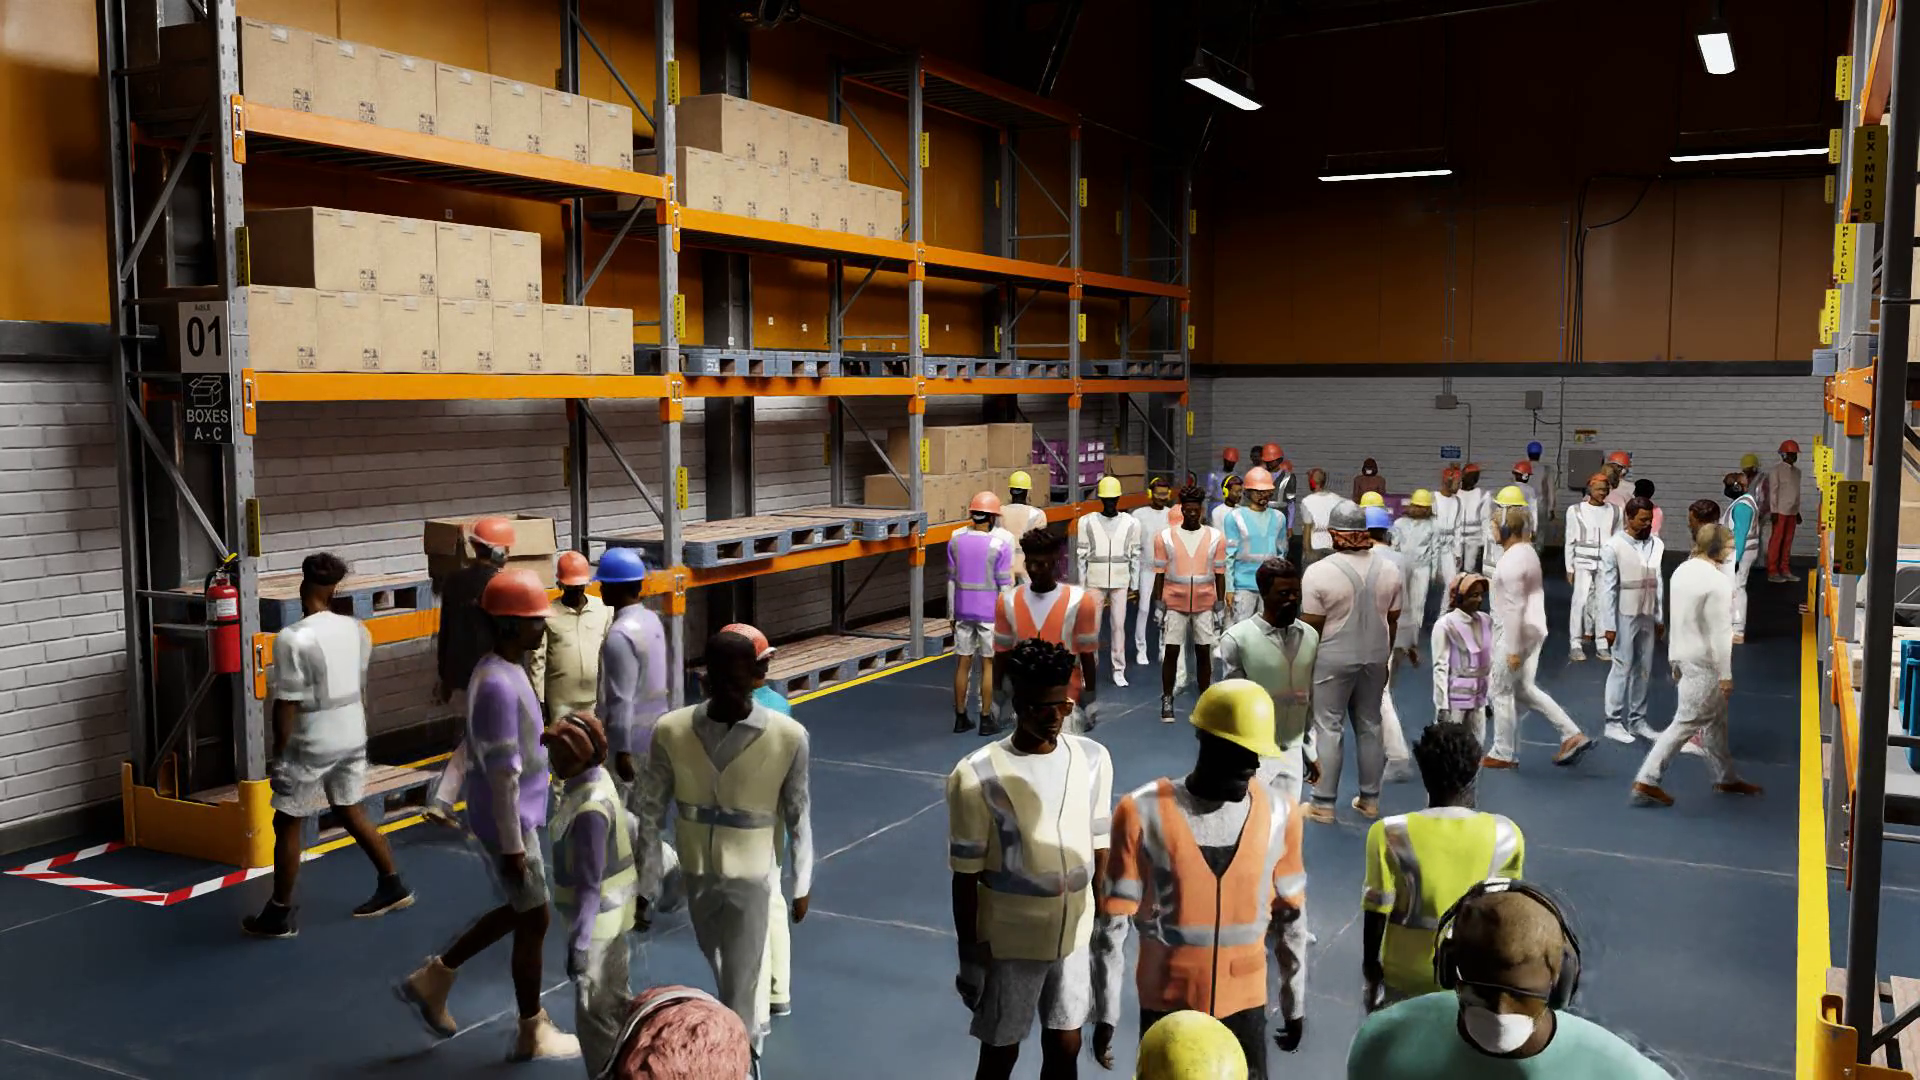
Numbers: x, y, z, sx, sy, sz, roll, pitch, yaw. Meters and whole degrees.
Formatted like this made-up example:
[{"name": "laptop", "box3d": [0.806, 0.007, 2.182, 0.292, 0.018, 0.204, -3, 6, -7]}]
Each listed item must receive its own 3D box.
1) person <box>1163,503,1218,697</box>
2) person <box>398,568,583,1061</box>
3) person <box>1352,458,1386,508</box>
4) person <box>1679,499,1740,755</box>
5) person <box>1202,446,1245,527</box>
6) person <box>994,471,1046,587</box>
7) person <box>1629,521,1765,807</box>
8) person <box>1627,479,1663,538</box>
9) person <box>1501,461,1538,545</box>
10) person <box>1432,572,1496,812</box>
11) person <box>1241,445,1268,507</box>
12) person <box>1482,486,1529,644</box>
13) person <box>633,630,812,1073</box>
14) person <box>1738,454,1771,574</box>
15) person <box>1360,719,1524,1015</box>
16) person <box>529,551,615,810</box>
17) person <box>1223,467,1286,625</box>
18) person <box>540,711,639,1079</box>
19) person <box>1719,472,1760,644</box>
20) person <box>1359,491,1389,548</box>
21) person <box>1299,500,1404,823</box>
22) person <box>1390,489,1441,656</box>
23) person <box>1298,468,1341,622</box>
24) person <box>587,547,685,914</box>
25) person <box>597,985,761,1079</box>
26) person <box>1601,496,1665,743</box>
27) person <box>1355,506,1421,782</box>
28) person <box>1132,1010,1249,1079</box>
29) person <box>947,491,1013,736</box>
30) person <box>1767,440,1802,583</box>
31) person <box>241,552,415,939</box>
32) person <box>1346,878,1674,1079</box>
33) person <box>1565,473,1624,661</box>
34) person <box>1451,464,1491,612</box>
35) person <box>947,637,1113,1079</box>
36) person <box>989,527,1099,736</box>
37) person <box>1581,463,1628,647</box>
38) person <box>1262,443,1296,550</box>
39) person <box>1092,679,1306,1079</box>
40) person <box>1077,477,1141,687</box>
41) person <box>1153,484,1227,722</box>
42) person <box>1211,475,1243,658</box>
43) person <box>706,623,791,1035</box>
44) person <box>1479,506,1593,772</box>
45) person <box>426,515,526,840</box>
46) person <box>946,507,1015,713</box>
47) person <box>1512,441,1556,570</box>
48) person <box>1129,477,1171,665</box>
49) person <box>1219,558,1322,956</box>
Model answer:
[{"name": "person", "box3d": [2.068, 0.509, 14.916, 0.607, 1.717, 0.821, 2, 6, 25]}, {"name": "person", "box3d": [-1.876, 1.119, 6.715, 0.699, 2.024, 0.616, -1, 5, -12]}, {"name": "person", "box3d": [6.306, -0.449, 25.673, 0.499, 1.633, 0.283, 2, 6, 21]}, {"name": "person", "box3d": [5.586, 0.650, 12.419, 0.410, 1.908, 0.598, 5, 7, 43]}, {"name": "person", "box3d": [3.707, -0.361, 23.286, 0.576, 1.904, 0.517, 0, 5, -4]}, {"name": "person", "box3d": [0.561, 0.298, 16.071, 0.594, 1.924, 0.382, 1, 5, 14]}, {"name": "person", "box3d": [4.851, 0.806, 10.921, 0.990, 1.880, 0.647, 0, 5, 0]}, {"name": "person", "box3d": [7.732, 0.157, 18.818, 0.534, 1.697, 0.322, -4, 7, -36]}, {"name": "person", "box3d": [7.426, -0.170, 22.046, 0.345, 1.746, 0.573, -3, 6, -31]}, {"name": "person", "box3d": [3.045, 1.002, 10.102, 0.512, 1.629, 0.316, -4, 6, -34]}, {"name": "person", "box3d": [4.579, -0.557, 25.769, 0.558, 1.829, 0.408, 3, 6, 32]}, {"name": "person", "box3d": [5.045, 0.413, 15.406, 0.404, 1.826, 0.591, 2, 6, 18]}, {"name": "person", "box3d": [-0.865, 1.247, 6.218, 0.601, 1.867, 1.035, 1, 5, 9]}, {"name": "person", "box3d": [11.420, -0.354, 23.989, 0.860, 1.761, 0.607, -2, 6, -18]}, {"name": "person", "box3d": [1.563, 1.421, 5.350, 0.539, 1.676, 0.695, 0, 5, -2]}, {"name": "person", "box3d": [-2.366, 0.930, 10.287, 0.577, 1.737, 0.355, -3, 6, -29]}, {"name": "person", "box3d": [2.585, 0.386, 14.502, 0.605, 2.045, 0.378, -2, 6, -20]}, {"name": "person", "box3d": [-1.318, 1.385, 6.066, 0.370, 1.605, 0.666, -1, 5, -9]}, {"name": "person", "box3d": [8.303, 0.189, 17.786, 0.429, 1.832, 0.635, 2, 6, 23]}, {"name": "person", "box3d": [4.002, 0.397, 16.076, 0.356, 1.733, 0.483, 2, 6, 21]}, {"name": "person", "box3d": [2.416, 0.756, 10.539, 0.684, 2.000, 0.538, -2, 6, -19]}, {"name": "person", "box3d": [4.706, 0.308, 17.165, 0.502, 1.699, 0.817, 2, 6, 24]}, {"name": "person", "box3d": [4.089, 0.096, 18.783, 0.566, 1.818, 0.767, -3, 6, -28]}, {"name": "person", "box3d": [-1.642, 0.998, 8.538, 0.531, 1.932, 0.613, 1, 5, 9]}, {"name": "person", "box3d": [-0.399, 1.588, 2.407, 0.649, 1.894, 0.402, -4, 6, -35]}, {"name": "person", "box3d": [5.189, 0.608, 12.867, 0.600, 1.908, 0.396, -3, 6, -27]}, {"name": "person", "box3d": [3.027, 0.720, 11.736, 0.621, 1.909, 0.738, -3, 6, -33]}, {"name": "person", "box3d": [0.411, 1.658, 2.727, 0.515, 1.691, 0.938, -1, 5, -11]}, {"name": "person", "box3d": [0.169, 0.579, 13.086, 0.553, 1.923, 0.392, 3, 6, 26]}, {"name": "person", "box3d": [11.542, -0.402, 23.249, 0.611, 1.995, 0.375, -3, 6, -30]}, {"name": "person", "box3d": [-3.228, 1.016, 8.391, 0.620, 1.930, 0.689, 2, 6, 17]}, {"name": "person", "box3d": [1.018, 1.515, 3.057, 0.514, 1.916, 0.654, -5, 7, -43]}, {"name": "person", "box3d": [6.338, 0.272, 16.620, 0.579, 1.879, 0.347, 0, 5, 3]}, {"name": "person", "box3d": [6.004, -0.001, 19.830, 0.611, 1.839, 0.946, 2, 6, 19]}, {"name": "person", "box3d": [0.240, 1.278, 5.399, 0.599, 1.958, 0.374, -3, 6, -30]}, {"name": "person", "box3d": [0.472, 0.893, 9.549, 0.628, 1.945, 0.430, 2, 6, 19]}, {"name": "person", "box3d": [6.818, 0.154, 17.564, 0.373, 1.940, 0.629, -2, 6, -19]}, {"name": "person", "box3d": [3.936, -0.215, 21.030, 0.605, 2.035, 0.385, 3, 6, 32]}, {"name": "person", "box3d": [0.709, 1.349, 4.952, 0.645, 1.924, 0.456, -1, 5, -7]}, {"name": "person", "box3d": [1.356, 0.384, 15.147, 0.587, 1.928, 0.382, 0, 5, 0]}, {"name": "person", "box3d": [1.869, 0.521, 13.551, 0.602, 1.957, 0.385, 0, 5, 1]}, {"name": "person", "box3d": [2.713, 0.272, 16.769, 0.329, 1.856, 0.519, 5, 7, 41]}, {"name": "person", "box3d": [-0.906, 1.223, 7.117, 0.355, 1.742, 0.574, 1, 5, 13]}, {"name": "person", "box3d": [4.044, 0.711, 11.744, 0.724, 1.908, 0.664, 3, 6, 30]}, {"name": "person", "box3d": [-2.880, 0.835, 10.074, 0.616, 1.967, 0.494, 4, 7, 36]}, {"name": "person", "box3d": [0.169, 0.543, 14.045, 0.595, 1.828, 0.476, 1, 5, 13]}, {"name": "person", "box3d": [8.415, -0.481, 24.414, 0.643, 1.928, 0.539, 2, 6, 25]}, {"name": "person", "box3d": [1.915, 0.307, 16.347, 0.547, 1.859, 0.318, -1, 5, -7]}, {"name": "person", "box3d": [1.518, 1.039, 8.149, 0.589, 1.920, 0.392, -4, 6, -34]}]
